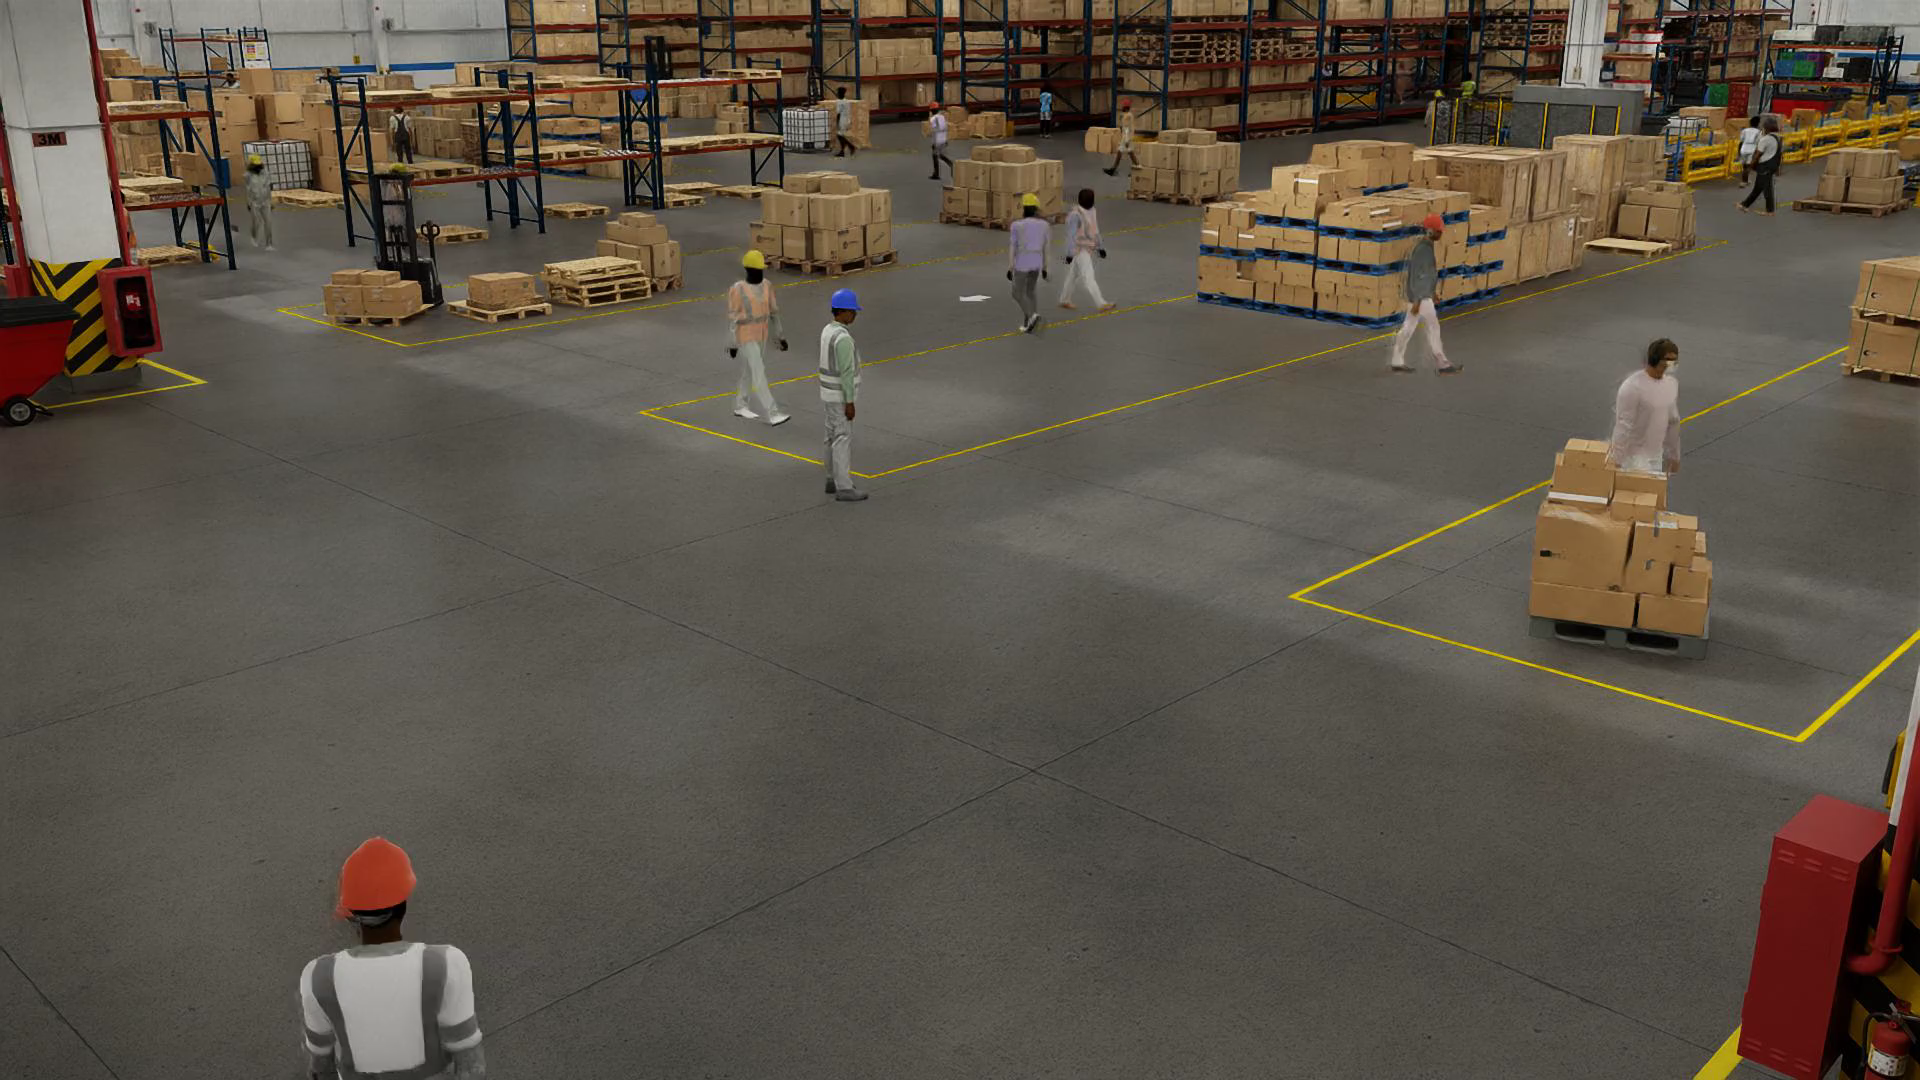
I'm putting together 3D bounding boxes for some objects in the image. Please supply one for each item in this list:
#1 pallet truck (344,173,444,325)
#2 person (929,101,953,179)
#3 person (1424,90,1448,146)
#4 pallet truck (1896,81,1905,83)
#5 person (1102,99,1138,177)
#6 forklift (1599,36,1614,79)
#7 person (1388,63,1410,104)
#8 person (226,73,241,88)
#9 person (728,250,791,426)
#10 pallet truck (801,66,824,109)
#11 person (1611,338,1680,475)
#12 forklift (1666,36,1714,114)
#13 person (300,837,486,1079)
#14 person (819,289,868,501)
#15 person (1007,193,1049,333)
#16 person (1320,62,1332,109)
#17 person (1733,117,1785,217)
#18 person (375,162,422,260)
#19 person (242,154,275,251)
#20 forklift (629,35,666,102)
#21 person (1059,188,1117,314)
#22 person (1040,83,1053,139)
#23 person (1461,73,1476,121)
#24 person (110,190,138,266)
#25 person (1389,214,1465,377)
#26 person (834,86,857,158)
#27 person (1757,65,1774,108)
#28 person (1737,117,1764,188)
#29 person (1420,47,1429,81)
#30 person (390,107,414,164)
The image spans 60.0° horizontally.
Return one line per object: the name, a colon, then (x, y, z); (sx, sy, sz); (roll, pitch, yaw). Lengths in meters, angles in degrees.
pallet truck: (-8.209, -4.181, 23.757); (0.823, 1.965, 1.885); (3, 19, 9)
person: (-0.460, -9.817, 40.896); (0.721, 1.909, 0.552); (12, 22, 33)
person: (13.551, -11.876, 47.265); (0.583, 1.803, 0.894); (16, 24, 39)
pallet truck: (34.802, -16.331, 61.455); (0.653, 1.274, 1.630); (17, 25, 41)
person: (4.075, -10.023, 41.526); (0.973, 1.887, 0.567); (8, 20, 23)
forklift: (23.848, -17.460, 62.387); (1.129, 2.768, 1.873); (17, 25, 41)
person: (16.563, -17.066, 62.801); (0.675, 1.845, 1.005); (-7, 20, -21)
person: (-23.564, -14.196, 54.070); (0.592, 1.915, 0.391); (9, 20, 25)
person: (-2.149, -2.171, 17.893); (0.960, 1.877, 0.596); (12, 22, 33)
pallet truck: (-4.812, -15.182, 56.903); (0.823, 1.965, 1.885); (-9, 21, -26)
person: (5.505, -0.642, 13.197); (0.662, 1.927, 0.571); (-12, 22, -33)
forklift: (27.341, -17.291, 61.877); (1.129, 2.768, 1.873); (17, 25, 41)
person: (-1.888, 1.876, 5.679); (0.583, 1.883, 0.985); (-3, 19, -10)
person: (-1.087, -1.333, 15.259); (0.402, 1.944, 0.605); (-7, 20, -20)
person: (0.942, -3.721, 22.505); (0.616, 1.908, 0.536); (-10, 21, -27)
person: (13.533, -16.699, 61.565); (0.630, 1.940, 0.372); (-11, 21, -30)
person: (16.601, -7.765, 34.490); (0.700, 2.000, 1.029); (-15, 24, -39)
person: (-9.570, -5.527, 28.242); (0.867, 1.733, 0.533); (-13, 22, -34)
person: (-12.573, -6.056, 29.817); (0.474, 1.724, 0.491); (17, 25, 42)
forklift: (-11.553, -17.681, 63.053); (1.129, 2.768, 1.873); (17, 25, 41)
person: (1.861, -4.194, 24.135); (0.995, 1.779, 0.624); (9, 20, 25)
person: (2.712, -13.464, 52.199); (0.317, 1.695, 0.549); (-14, 23, -35)
person: (17.997, -15.689, 58.915); (0.535, 1.678, 0.438); (7, 20, 20)
person: (-12.471, -4.388, 24.852); (0.318, 1.696, 0.533); (-11, 21, -29)
person: (5.725, -2.949, 20.117); (0.955, 1.955, 0.616); (3, 19, 9)
person: (-3.192, -11.576, 46.117); (0.645, 1.946, 0.633); (6, 19, 18)
person: (31.751, -17.849, 65.507); (0.498, 1.634, 0.280); (12, 22, 33)
person: (18.688, -9.167, 39.325); (0.887, 1.649, 0.547); (-17, 25, -41)
person: (21.624, -22.002, 77.562); (0.561, 1.923, 0.582); (-15, 23, -38)
person: (-13.771, -9.846, 41.070); (0.540, 1.844, 0.359); (-7, 20, -21)
